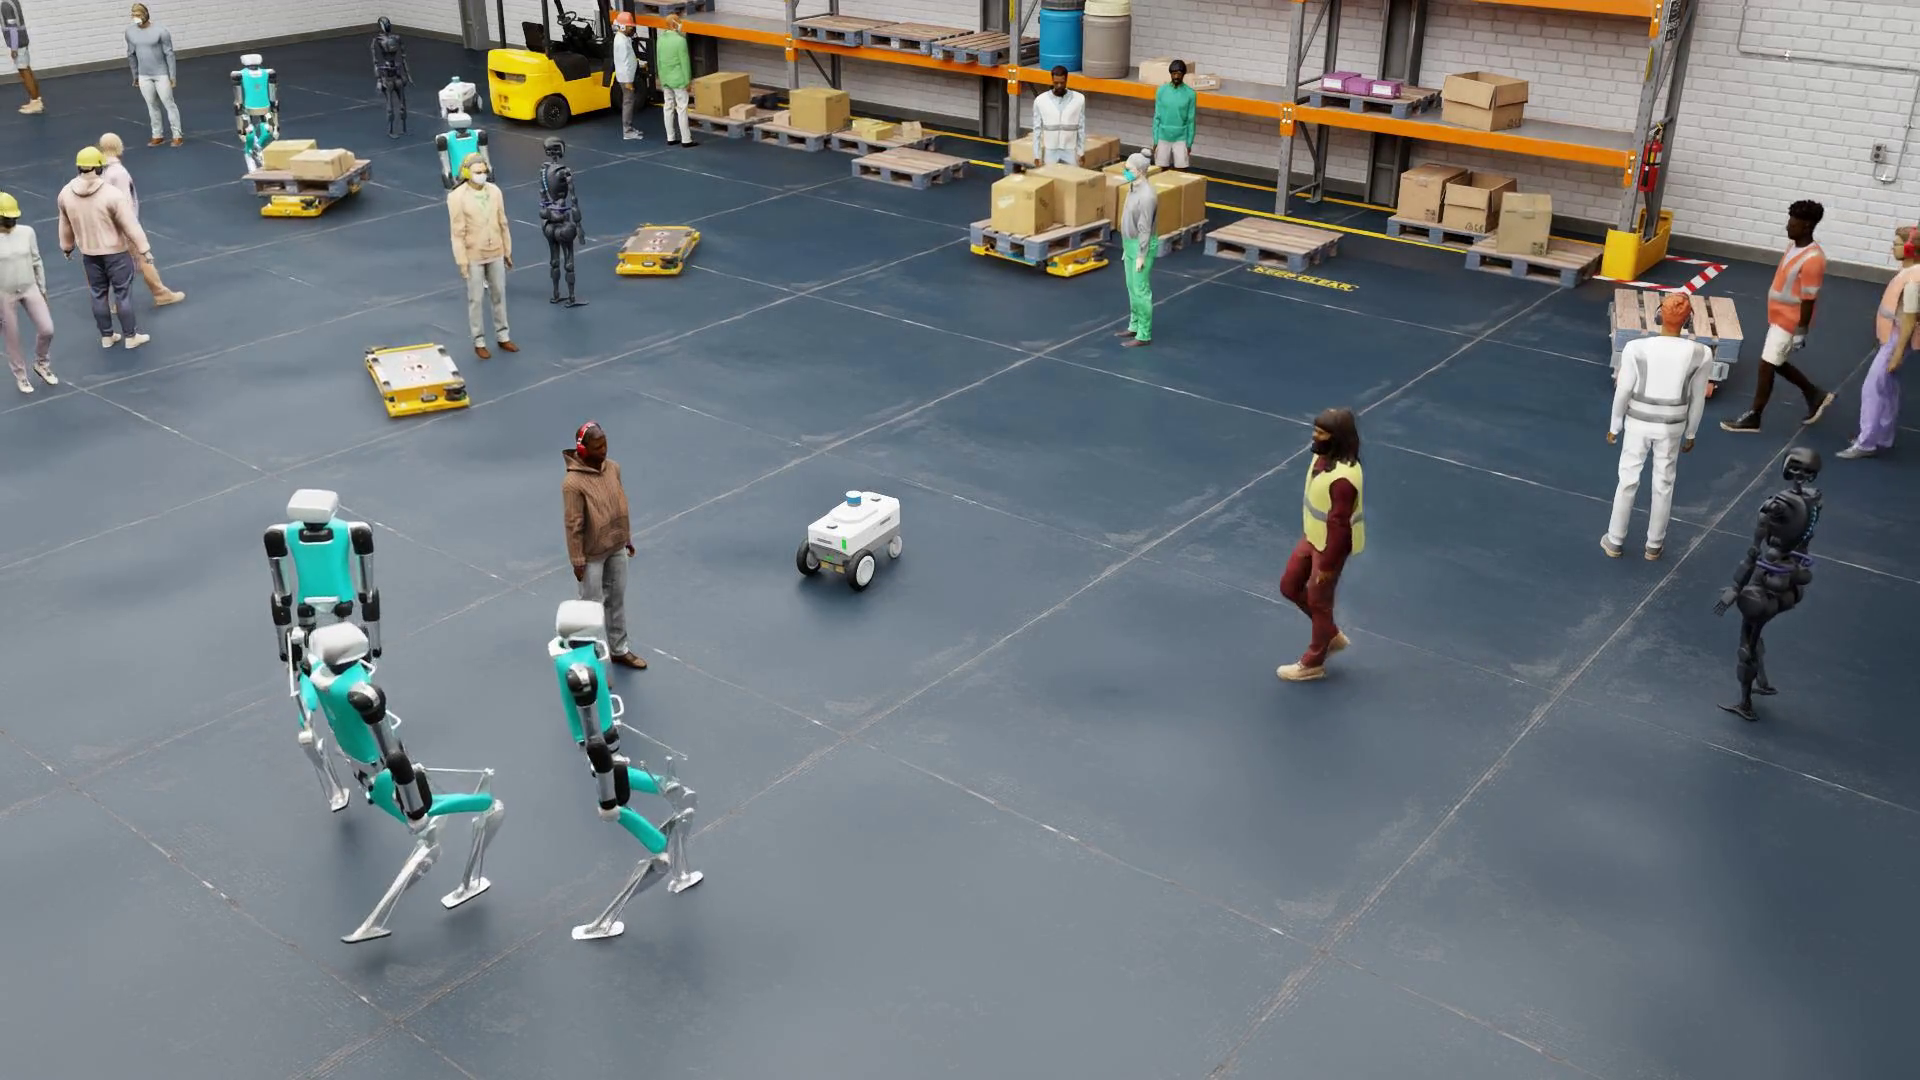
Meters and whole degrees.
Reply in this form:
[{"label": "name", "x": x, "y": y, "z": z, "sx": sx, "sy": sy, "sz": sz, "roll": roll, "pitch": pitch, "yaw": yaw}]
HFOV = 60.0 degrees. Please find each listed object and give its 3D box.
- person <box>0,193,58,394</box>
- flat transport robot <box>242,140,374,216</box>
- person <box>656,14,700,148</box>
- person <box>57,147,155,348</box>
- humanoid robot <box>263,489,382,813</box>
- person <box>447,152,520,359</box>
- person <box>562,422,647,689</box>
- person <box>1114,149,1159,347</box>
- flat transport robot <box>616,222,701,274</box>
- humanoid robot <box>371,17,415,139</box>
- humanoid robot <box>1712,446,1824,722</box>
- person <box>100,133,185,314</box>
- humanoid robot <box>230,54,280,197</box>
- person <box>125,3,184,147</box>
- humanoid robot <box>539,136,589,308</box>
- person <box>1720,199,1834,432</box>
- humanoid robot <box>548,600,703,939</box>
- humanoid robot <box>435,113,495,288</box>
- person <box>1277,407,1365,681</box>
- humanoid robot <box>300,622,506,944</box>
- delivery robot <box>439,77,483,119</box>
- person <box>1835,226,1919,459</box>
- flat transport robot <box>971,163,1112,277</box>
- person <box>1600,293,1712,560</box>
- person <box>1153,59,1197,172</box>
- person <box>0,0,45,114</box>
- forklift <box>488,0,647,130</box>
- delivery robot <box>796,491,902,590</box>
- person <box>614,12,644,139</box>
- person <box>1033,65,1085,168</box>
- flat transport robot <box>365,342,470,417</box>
[{"label": "person", "x": -8.082, "y": -2.106, "z": 14.232, "sx": 0.441, "sy": 1.743, "sz": 0.560, "roll": 21, "pitch": 33, "yaw": 36}, {"label": "flat transport robot", "x": -7.916, "y": -4.221, "z": 20.313, "sx": 0.659, "sy": 0.231, "sz": 1.431, "roll": 2, "pitch": 26, "yaw": 4}, {"label": "person", "x": -3.922, "y": -6.320, "z": 22.922, "sx": 0.539, "sy": 1.782, "sz": 0.388, "roll": 17, "pitch": 30, "yaw": 31}, {"label": "person", "x": -7.853, "y": -2.658, "z": 15.258, "sx": 0.820, "sy": 1.853, "sz": 0.434, "roll": 0, "pitch": 26, "yaw": 1}, {"label": "humanoid robot", "x": -3.255, "y": 0.638, "z": 8.575, "sx": 0.559, "sy": 1.737, "sz": 1.043, "roll": -5, "pitch": 26, "yaw": -10}, {"label": "person", "x": -4.342, "y": -2.587, "z": 15.099, "sx": 0.570, "sy": 1.868, "sz": 0.399, "roll": -23, "pitch": 34, "yaw": -39}, {"label": "person", "x": -2.135, "y": 0.070, "z": 9.831, "sx": 0.328, "sy": 1.651, "sz": 0.469, "roll": 16, "pitch": 30, "yaw": 30}, {"label": "person", "x": 1.642, "y": -2.703, "z": 15.375, "sx": 0.340, "sy": 1.837, "sz": 0.510, "roll": -6, "pitch": 26, "yaw": -12}, {"label": "flat transport robot", "x": -3.281, "y": -3.175, "z": 18.146, "sx": 0.659, "sy": 0.231, "sz": 1.431, "roll": 1, "pitch": 26, "yaw": 2}, {"label": "humanoid robot", "x": -8.008, "y": -6.533, "z": 23.476, "sx": 0.326, "sy": 1.654, "sz": 0.590, "roll": 17, "pitch": 31, "yaw": 32}, {"label": "humanoid robot", "x": 4.581, "y": 0.244, "z": 9.442, "sx": 0.593, "sy": 1.654, "sz": 0.338, "roll": -14, "pitch": 29, "yaw": -27}, {"label": "person", "x": -8.237, "y": -3.086, "z": 16.274, "sx": 0.575, "sy": 1.753, "sz": 0.821, "roll": 16, "pitch": 30, "yaw": 29}, {"label": "humanoid robot", "x": -8.664, "y": -5.110, "z": 20.416, "sx": 0.553, "sy": 1.725, "sz": 0.760, "roll": -20, "pitch": 32, "yaw": -35}, {"label": "person", "x": -11.085, "y": -6.389, "z": 22.883, "sx": 0.634, "sy": 1.937, "sz": 0.351, "roll": 1, "pitch": 26, "yaw": 2}, {"label": "humanoid robot", "x": -3.965, "y": -3.161, "z": 16.482, "sx": 0.599, "sy": 1.657, "sz": 0.315, "roll": 22, "pitch": 33, "yaw": 38}, {"label": "person", "x": 6.710, "y": -1.769, "z": 13.317, "sx": 0.762, "sy": 1.942, "sz": 0.605, "roll": 5, "pitch": 26, "yaw": 10}, {"label": "humanoid robot", "x": -1.466, "y": 1.049, "z": 7.754, "sx": 0.884, "sy": 1.780, "sz": 0.566, "roll": -8, "pitch": 27, "yaw": -16}, {"label": "humanoid robot", "x": -4.894, "y": -3.409, "z": 16.889, "sx": 0.530, "sy": 1.736, "sz": 0.778, "roll": -16, "pitch": 30, "yaw": -30}, {"label": "person", "x": 2.128, "y": 0.045, "z": 9.761, "sx": 0.427, "sy": 1.760, "sz": 0.494, "roll": -3, "pitch": 26, "yaw": -7}, {"label": "humanoid robot", "x": -2.490, "y": 1.068, "z": 7.660, "sx": 0.544, "sy": 1.715, "sz": 0.980, "roll": 21, "pitch": 33, "yaw": 37}, {"label": "delivery robot", "x": -7.551, "y": -6.660, "z": 25.051, "sx": 0.499, "sy": 0.609, "sz": 0.813, "roll": 2, "pitch": 26, "yaw": 4}, {"label": "person", "x": 7.272, "y": -1.509, "z": 12.931, "sx": 0.407, "sy": 1.839, "sz": 0.600, "roll": 13, "pitch": 28, "yaw": 24}, {"label": "flat transport robot", "x": 0.862, "y": -3.144, "z": 18.081, "sx": 1.431, "sy": 0.231, "sz": 0.659, "roll": 23, "pitch": 34, "yaw": 39}, {"label": "person", "x": 4.705, "y": -0.756, "z": 11.282, "sx": 0.571, "sy": 1.882, "sz": 0.356, "roll": 7, "pitch": 27, "yaw": 14}, {"label": "person", "x": 2.502, "y": -4.684, "z": 19.465, "sx": 0.497, "sy": 1.843, "sz": 0.404, "roll": 7, "pitch": 27, "yaw": 15}, {"label": "person", "x": -14.180, "y": -7.443, "z": 24.950, "sx": 0.387, "sy": 2.040, "sz": 0.613, "roll": -8, "pitch": 27, "yaw": -15}, {"label": "forklift", "x": -5.874, "y": -7.334, "z": 24.552, "sx": 1.214, "sy": 2.155, "sz": 2.313, "roll": 19, "pitch": 32, "yaw": 34}, {"label": "delivery robot", "x": -0.733, "y": -0.021, "z": 11.308, "sx": 0.499, "sy": 0.614, "sz": 0.791, "roll": 15, "pitch": 30, "yaw": 28}, {"label": "person", "x": -4.670, "y": -6.537, "z": 23.420, "sx": 0.349, "sy": 1.738, "sz": 0.571, "roll": -5, "pitch": 26, "yaw": -11}, {"label": "person", "x": 1.115, "y": -4.404, "z": 18.814, "sx": 0.596, "sy": 1.907, "sz": 0.410, "roll": -2, "pitch": 26, "yaw": -4}, {"label": "flat transport robot", "x": -4.754, "y": -1.424, "z": 14.521, "sx": 0.659, "sy": 0.231, "sz": 1.431, "roll": -12, "pitch": 28, "yaw": -23}]
